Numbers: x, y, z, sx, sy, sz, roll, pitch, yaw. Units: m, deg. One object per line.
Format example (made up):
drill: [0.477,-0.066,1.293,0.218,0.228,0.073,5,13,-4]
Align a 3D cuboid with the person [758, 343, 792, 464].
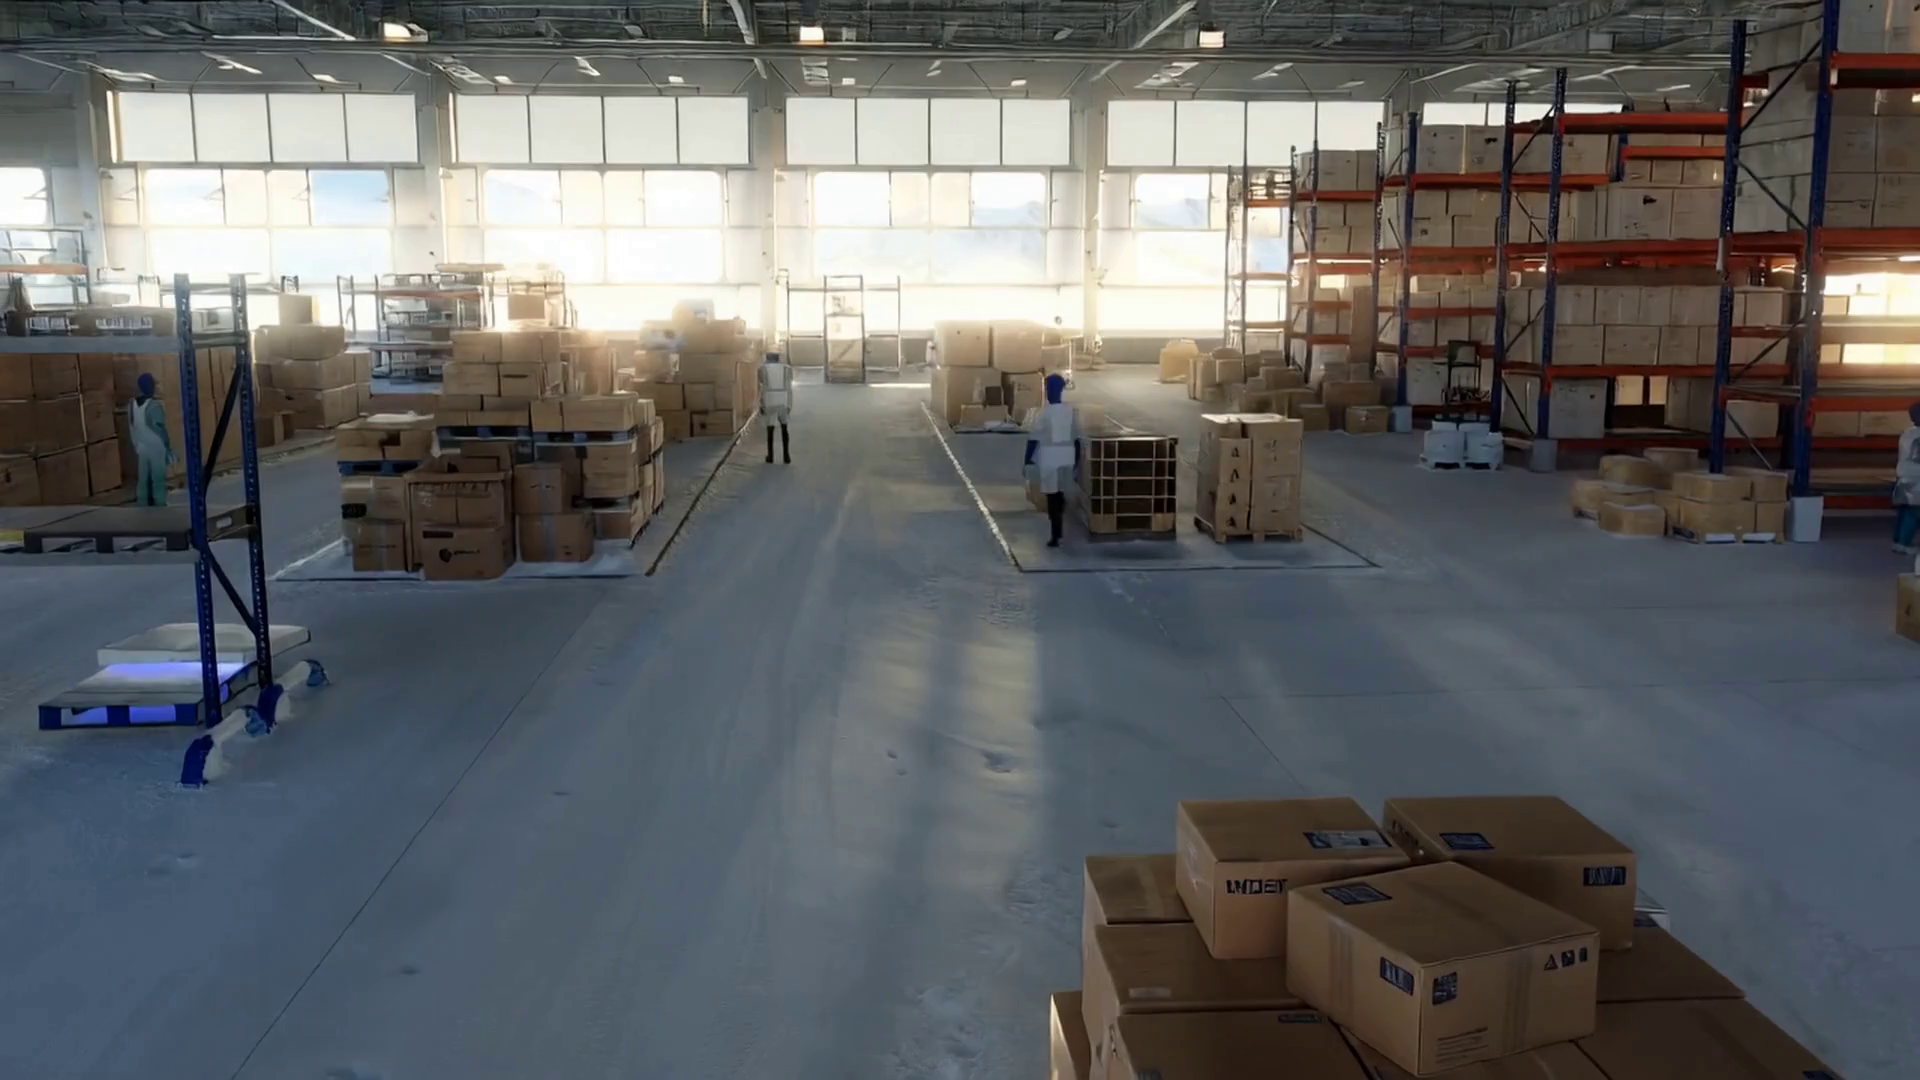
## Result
person: [-2.965,-2.191,26.733,0.545,1.939,0.373,-2,9,-10]

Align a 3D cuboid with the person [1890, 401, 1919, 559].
person: [10.214,-0.645,17.785,0.315,1.695,0.541,1,9,4]

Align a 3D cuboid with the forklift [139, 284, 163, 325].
forklift: [-18.064,-4.339,37.273,1.873,2.768,1.129,-5,10,-30]

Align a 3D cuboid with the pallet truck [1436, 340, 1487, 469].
pallet truck: [8.004,-2.170,26.422,0.823,1.965,1.885,2,9,14]

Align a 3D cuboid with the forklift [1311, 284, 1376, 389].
forklift: [8.602,-4.096,35.749,1.873,2.768,1.129,-1,9,-4]

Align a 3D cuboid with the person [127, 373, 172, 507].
person: [-9.788,-1.092,20.128,0.505,1.847,0.344,2,9,15]

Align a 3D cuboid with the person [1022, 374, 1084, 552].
person: [1.005,-0.859,18.371,0.636,1.926,0.791,-4,10,-21]
